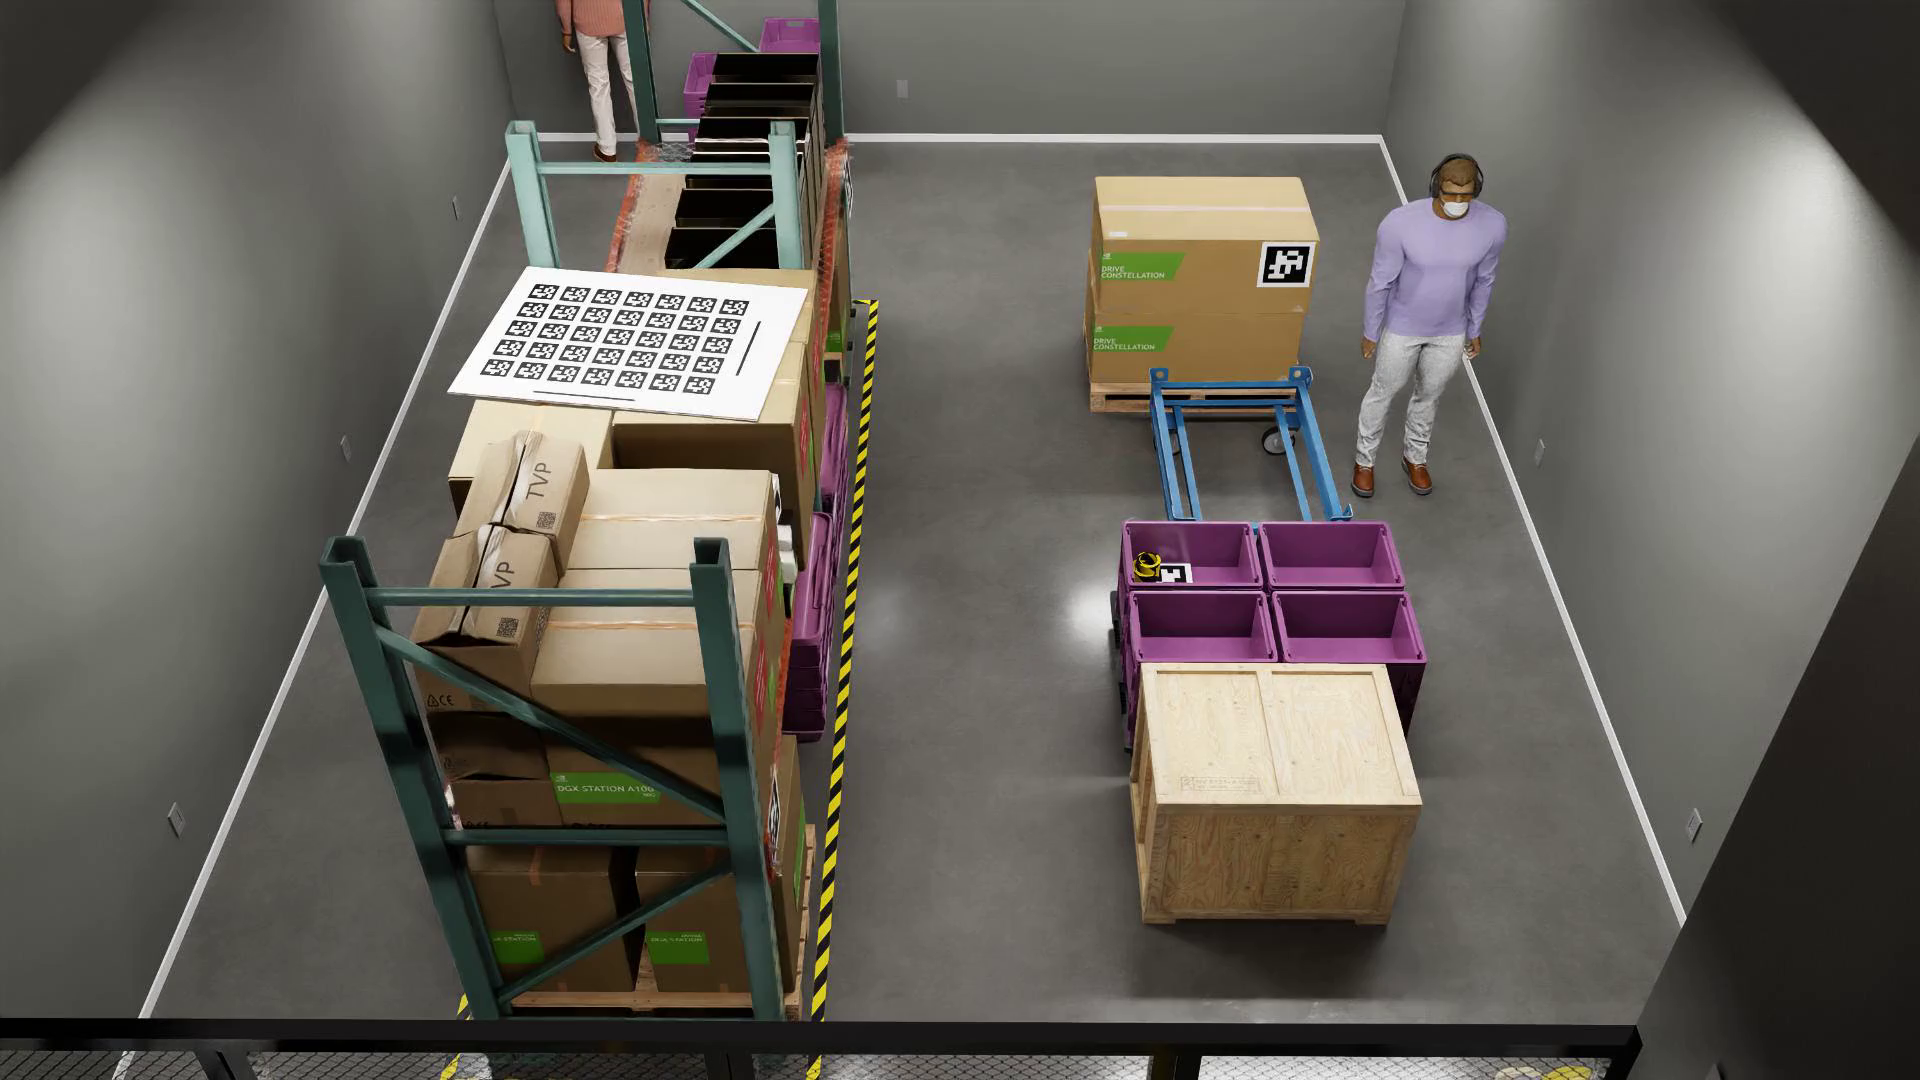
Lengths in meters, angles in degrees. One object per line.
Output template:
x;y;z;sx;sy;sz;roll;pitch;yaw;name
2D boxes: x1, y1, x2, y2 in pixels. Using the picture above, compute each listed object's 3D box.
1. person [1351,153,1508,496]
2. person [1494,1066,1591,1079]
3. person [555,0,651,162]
2.318;-1.058;8.319;0.635;1.938;0.359;-2;41;-2;person
1.605;2.073;4.828;0.404;1.832;0.599;5;41;6;person
-2.352;-3.441;10.995;0.622;1.992;0.397;-16;44;-18;person
